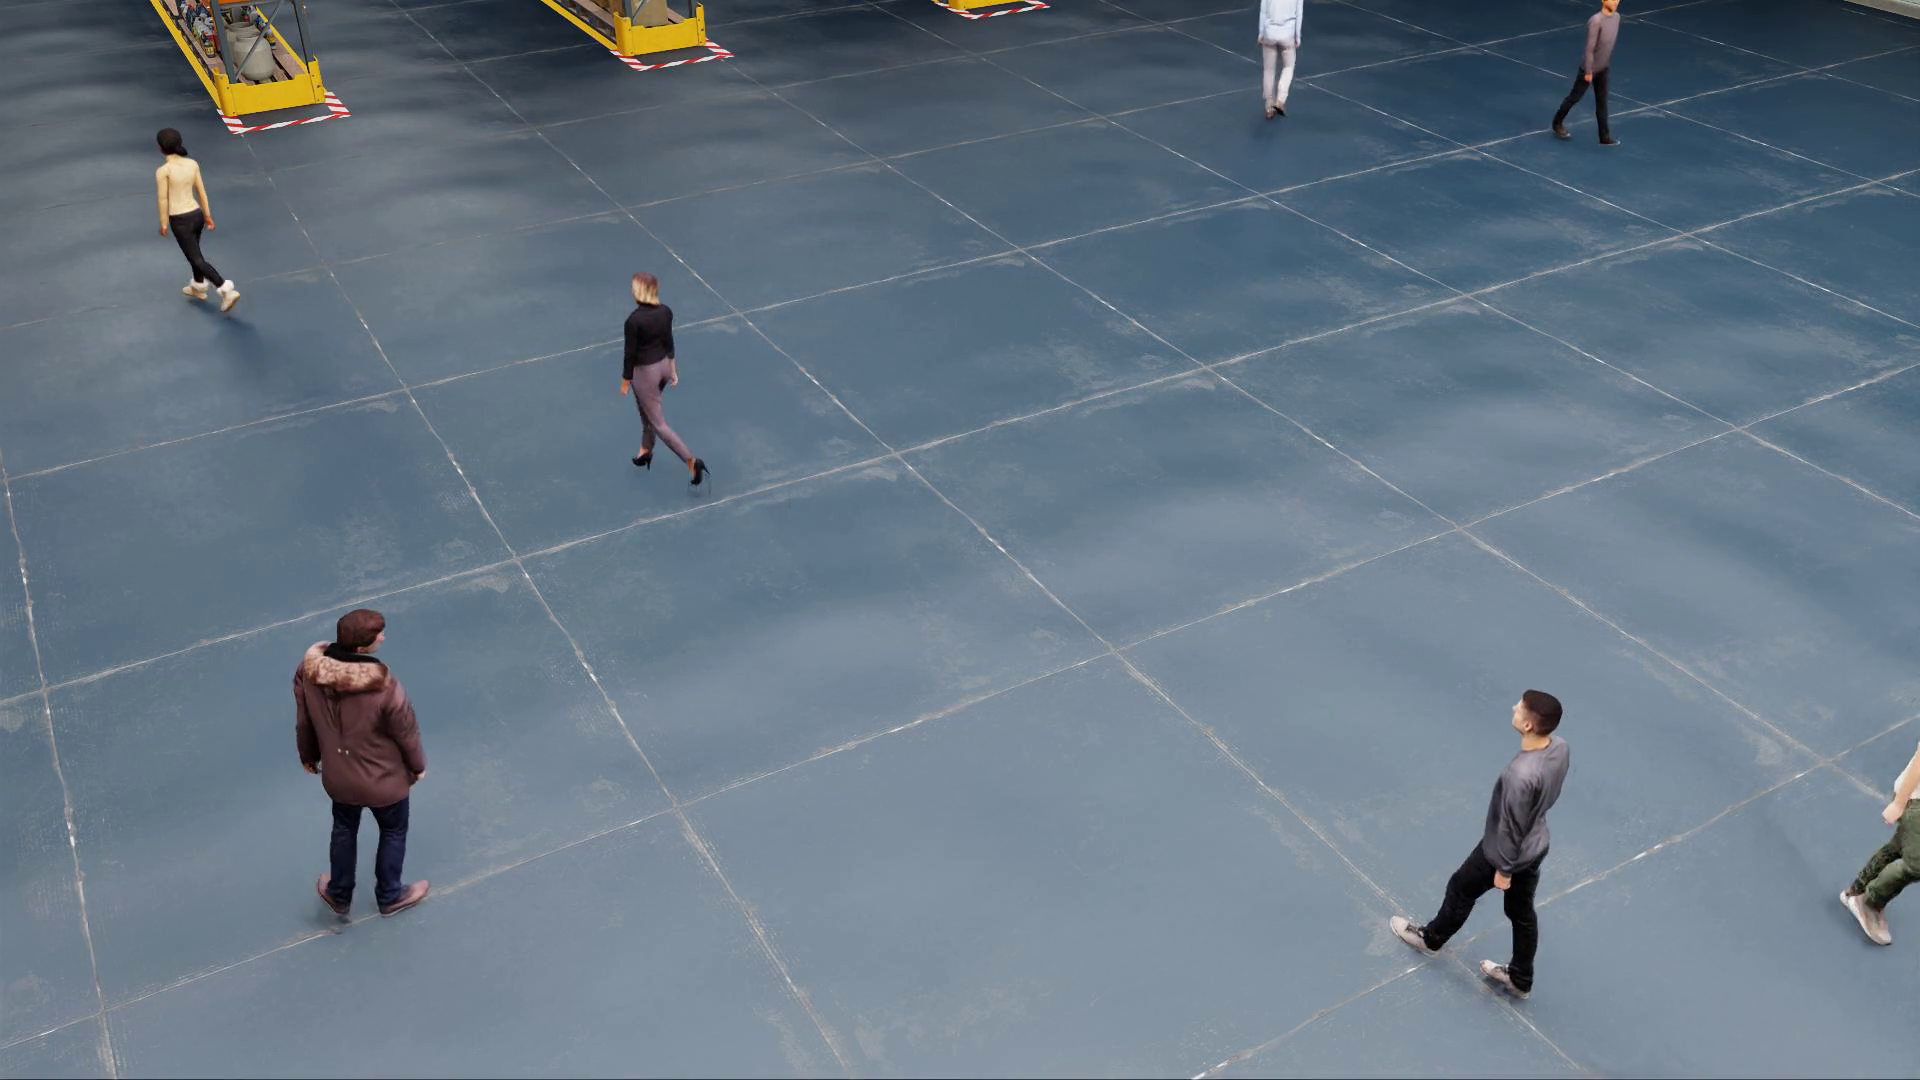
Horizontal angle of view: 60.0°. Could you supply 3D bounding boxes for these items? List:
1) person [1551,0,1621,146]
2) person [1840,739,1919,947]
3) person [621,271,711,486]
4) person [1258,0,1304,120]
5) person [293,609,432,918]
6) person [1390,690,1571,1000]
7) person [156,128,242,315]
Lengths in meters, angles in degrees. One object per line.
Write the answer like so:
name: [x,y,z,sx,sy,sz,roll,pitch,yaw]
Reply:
person: [7.020,-5.299,18.602,1.120,1.721,0.693,-17,36,-25]
person: [4.750,1.248,8.302,0.612,1.638,0.650,-12,34,-18]
person: [-2.170,-1.118,12.052,1.103,1.638,0.934,15,35,22]
person: [3.667,-5.763,19.188,0.905,1.881,0.967,8,33,13]
person: [-3.026,1.160,8.283,0.958,1.807,0.997,0,32,0]
person: [2.677,1.489,7.828,0.772,1.737,1.017,-27,41,-36]
person: [-6.789,-2.803,14.729,1.155,1.633,0.990,14,35,21]
